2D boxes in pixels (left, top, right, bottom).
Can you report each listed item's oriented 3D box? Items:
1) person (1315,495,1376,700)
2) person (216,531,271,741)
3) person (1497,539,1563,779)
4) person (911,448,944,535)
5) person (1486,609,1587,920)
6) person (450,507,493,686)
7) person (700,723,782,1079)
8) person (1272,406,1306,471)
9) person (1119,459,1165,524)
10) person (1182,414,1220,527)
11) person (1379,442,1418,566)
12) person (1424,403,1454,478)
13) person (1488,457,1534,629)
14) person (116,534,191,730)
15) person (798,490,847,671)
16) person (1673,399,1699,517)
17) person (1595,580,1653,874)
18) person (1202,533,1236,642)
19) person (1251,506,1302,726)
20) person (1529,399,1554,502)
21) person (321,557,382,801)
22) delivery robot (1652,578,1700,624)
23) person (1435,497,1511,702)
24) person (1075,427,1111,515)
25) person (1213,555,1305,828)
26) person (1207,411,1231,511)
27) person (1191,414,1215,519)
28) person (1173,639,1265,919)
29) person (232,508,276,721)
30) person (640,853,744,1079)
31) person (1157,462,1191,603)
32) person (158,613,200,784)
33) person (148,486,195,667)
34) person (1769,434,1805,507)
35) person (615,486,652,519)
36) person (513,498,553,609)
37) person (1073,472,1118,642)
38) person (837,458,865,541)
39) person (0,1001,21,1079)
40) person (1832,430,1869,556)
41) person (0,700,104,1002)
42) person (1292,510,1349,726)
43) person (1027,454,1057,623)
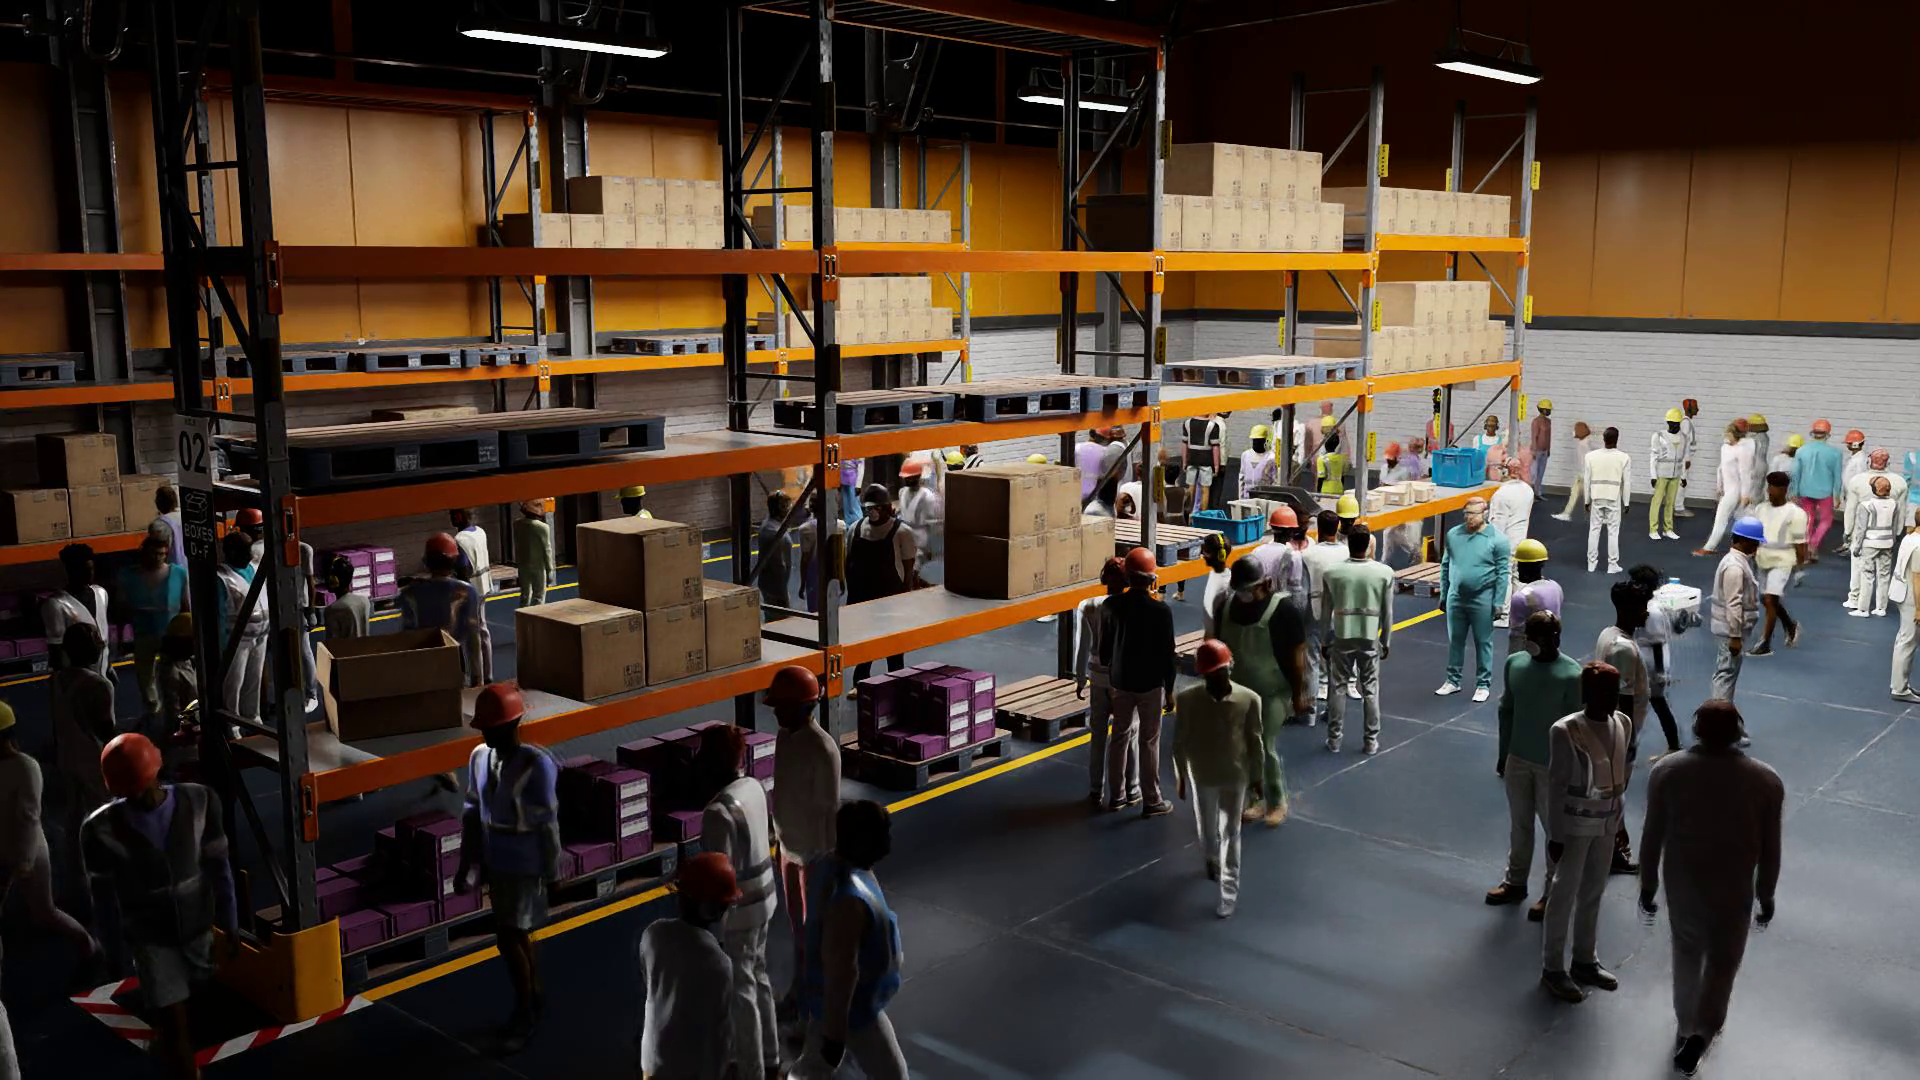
[{"bbox_3d":[3.560,0.537,15.420,0.593,1.924,0.384,0,10,-2],"label":"person"},{"bbox_3d":[-5.980,0.836,13.890,0.430,1.843,0.625,3,10,16],"label":"person"},{"bbox_3d":[4.460,0.945,13.028,0.582,1.919,0.399,-7,12,-36],"label":"person"},{"bbox_3d":[-0.460,-0.910,24.461,0.573,1.782,0.991,5,11,30],"label":"person"},{"bbox_3d":[3.608,1.380,10.350,0.369,1.938,0.630,-6,11,-32],"label":"person"},{"bbox_3d":[-4.616,0.528,15.714,0.375,1.844,0.567,1,10,7],"label":"person"},{"bbox_3d":[-1.079,1.803,8.042,0.380,1.876,0.581,2,10,14],"label":"person"},{"bbox_3d":[5.158,-1.246,26.212,0.575,1.880,0.357,9,13,42],"label":"person"},{"bbox_3d":[2.071,-0.016,18.958,0.575,1.843,0.374,6,11,34],"label":"person"},{"bbox_3d":[3.699,-1.189,25.442,0.613,2.028,0.409,6,11,32],"label":"person"},{"bbox_3d":[5.790,-0.462,22.014,0.690,1.719,0.582,-4,10,-20],"label":"person"},{"bbox_3d":[8.085,-1.476,28.120,0.322,1.697,0.533,-8,12,-40],"label":"person"},{"bbox_3d":[6.078,0.027,18.519,0.636,1.911,0.405,-8,12,-40],"label":"person"},{"bbox_3d":[-6.881,0.809,14.247,0.607,1.802,0.683,-4,10,-21],"label":"person"},{"bbox_3d":[-1.359,0.414,16.413,0.506,1.842,0.346,-5,11,-28],"label":"person"},{"bbox_3d":[11.631,-1.325,26.667,0.355,1.883,0.572,3,10,18],"label":"person"},{"bbox_3d":[4.424,1.232,11.153,0.368,1.966,0.602,1,10,8],"label":"person"},{"bbox_3d":[2.118,0.860,13.667,0.307,1.869,0.528,-2,10,-11],"label":"person"},{"bbox_3d":[2.809,0.663,14.691,0.408,1.928,0.546,-7,12,-37],"label":"person"},{"bbox_3d":[9.863,-1.518,28.202,0.527,1.758,0.342,-8,12,-40],"label":"person"},{"bbox_3d":[-4.629,1.047,12.581,0.325,1.862,0.514,3,10,15],"label":"person"},{"bbox_3d":[7.921,0.663,18.477,0.707,0.478,0.477,-9,13,-41],"label":"delivery robot"},{"bbox_3d":[4.742,0.543,15.448,0.651,1.905,0.409,9,13,42],"label":"person"},{"bbox_3d":[1.689,-0.586,21.925,0.659,1.992,0.457,1,10,7],"label":"person"},{"bbox_3d":[2.111,1.054,11.995,0.709,2.000,0.555,9,13,43],"label":"person"},{"bbox_3d":[4.018,-1.211,25.690,0.408,1.986,0.618,-1,10,-3],"label":"person"},{"bbox_3d":[3.829,-1.280,26.079,0.391,1.989,0.610,-7,12,-36],"label":"person"},{"bbox_3d":[1.649,1.450,10.593,0.568,1.717,0.799,2,10,14],"label":"person"},{"bbox_3d":[-6.223,0.645,14.780,0.388,1.929,0.544,4,10,23],"label":"person"},{"bbox_3d":[-1.028,2.087,6.809,0.576,1.697,0.879,8,12,39],"label":"person"},{"bbox_3d":[2.520,-0.091,19.881,0.530,1.688,0.324,-4,10,-22],"label":"person"},{"bbox_3d":[-5.193,1.340,11.206,0.337,1.735,0.488,-1,10,-5],"label":"person"},{"bbox_3d":[-7.863,0.373,16.665,0.340,1.838,0.515,6,11,30],"label":"person"},{"bbox_3d":[11.511,-0.635,23.088,0.513,1.702,0.793,5,11,28],"label":"person"},{"bbox_3d":[-3.220,0.339,16.645,0.407,1.918,0.583,-2,10,-11],"label":"person"},{"bbox_3d":[-4.516,0.319,17.631,0.505,1.624,0.288,6,11,30],"label":"person"},{"bbox_3d":[1.457,0.229,17.342,0.409,1.919,0.640,4,10,22],"label":"person"},{"bbox_3d":[-1.580,-0.837,23.656,0.391,1.916,0.586,-6,11,-32],"label":"person"},{"bbox_3d":[-4.768,1.856,7.727,0.660,1.862,0.591,-4,10,-21],"label":"person"},{"bbox_3d":[12.364,-0.652,23.053,0.339,1.745,0.561,2,10,14],"label":"person"},{"bbox_3d":[-5.131,1.695,9.083,0.530,1.737,0.789,4,10,22],"label":"person"},{"bbox_3d":[3.213,0.687,14.594,0.599,1.907,0.400,-3,10,-19],"label":"person"},{"bbox_3d":[0.893,-0.023,18.807,0.581,1.919,0.399,9,13,43],"label":"person"}]
